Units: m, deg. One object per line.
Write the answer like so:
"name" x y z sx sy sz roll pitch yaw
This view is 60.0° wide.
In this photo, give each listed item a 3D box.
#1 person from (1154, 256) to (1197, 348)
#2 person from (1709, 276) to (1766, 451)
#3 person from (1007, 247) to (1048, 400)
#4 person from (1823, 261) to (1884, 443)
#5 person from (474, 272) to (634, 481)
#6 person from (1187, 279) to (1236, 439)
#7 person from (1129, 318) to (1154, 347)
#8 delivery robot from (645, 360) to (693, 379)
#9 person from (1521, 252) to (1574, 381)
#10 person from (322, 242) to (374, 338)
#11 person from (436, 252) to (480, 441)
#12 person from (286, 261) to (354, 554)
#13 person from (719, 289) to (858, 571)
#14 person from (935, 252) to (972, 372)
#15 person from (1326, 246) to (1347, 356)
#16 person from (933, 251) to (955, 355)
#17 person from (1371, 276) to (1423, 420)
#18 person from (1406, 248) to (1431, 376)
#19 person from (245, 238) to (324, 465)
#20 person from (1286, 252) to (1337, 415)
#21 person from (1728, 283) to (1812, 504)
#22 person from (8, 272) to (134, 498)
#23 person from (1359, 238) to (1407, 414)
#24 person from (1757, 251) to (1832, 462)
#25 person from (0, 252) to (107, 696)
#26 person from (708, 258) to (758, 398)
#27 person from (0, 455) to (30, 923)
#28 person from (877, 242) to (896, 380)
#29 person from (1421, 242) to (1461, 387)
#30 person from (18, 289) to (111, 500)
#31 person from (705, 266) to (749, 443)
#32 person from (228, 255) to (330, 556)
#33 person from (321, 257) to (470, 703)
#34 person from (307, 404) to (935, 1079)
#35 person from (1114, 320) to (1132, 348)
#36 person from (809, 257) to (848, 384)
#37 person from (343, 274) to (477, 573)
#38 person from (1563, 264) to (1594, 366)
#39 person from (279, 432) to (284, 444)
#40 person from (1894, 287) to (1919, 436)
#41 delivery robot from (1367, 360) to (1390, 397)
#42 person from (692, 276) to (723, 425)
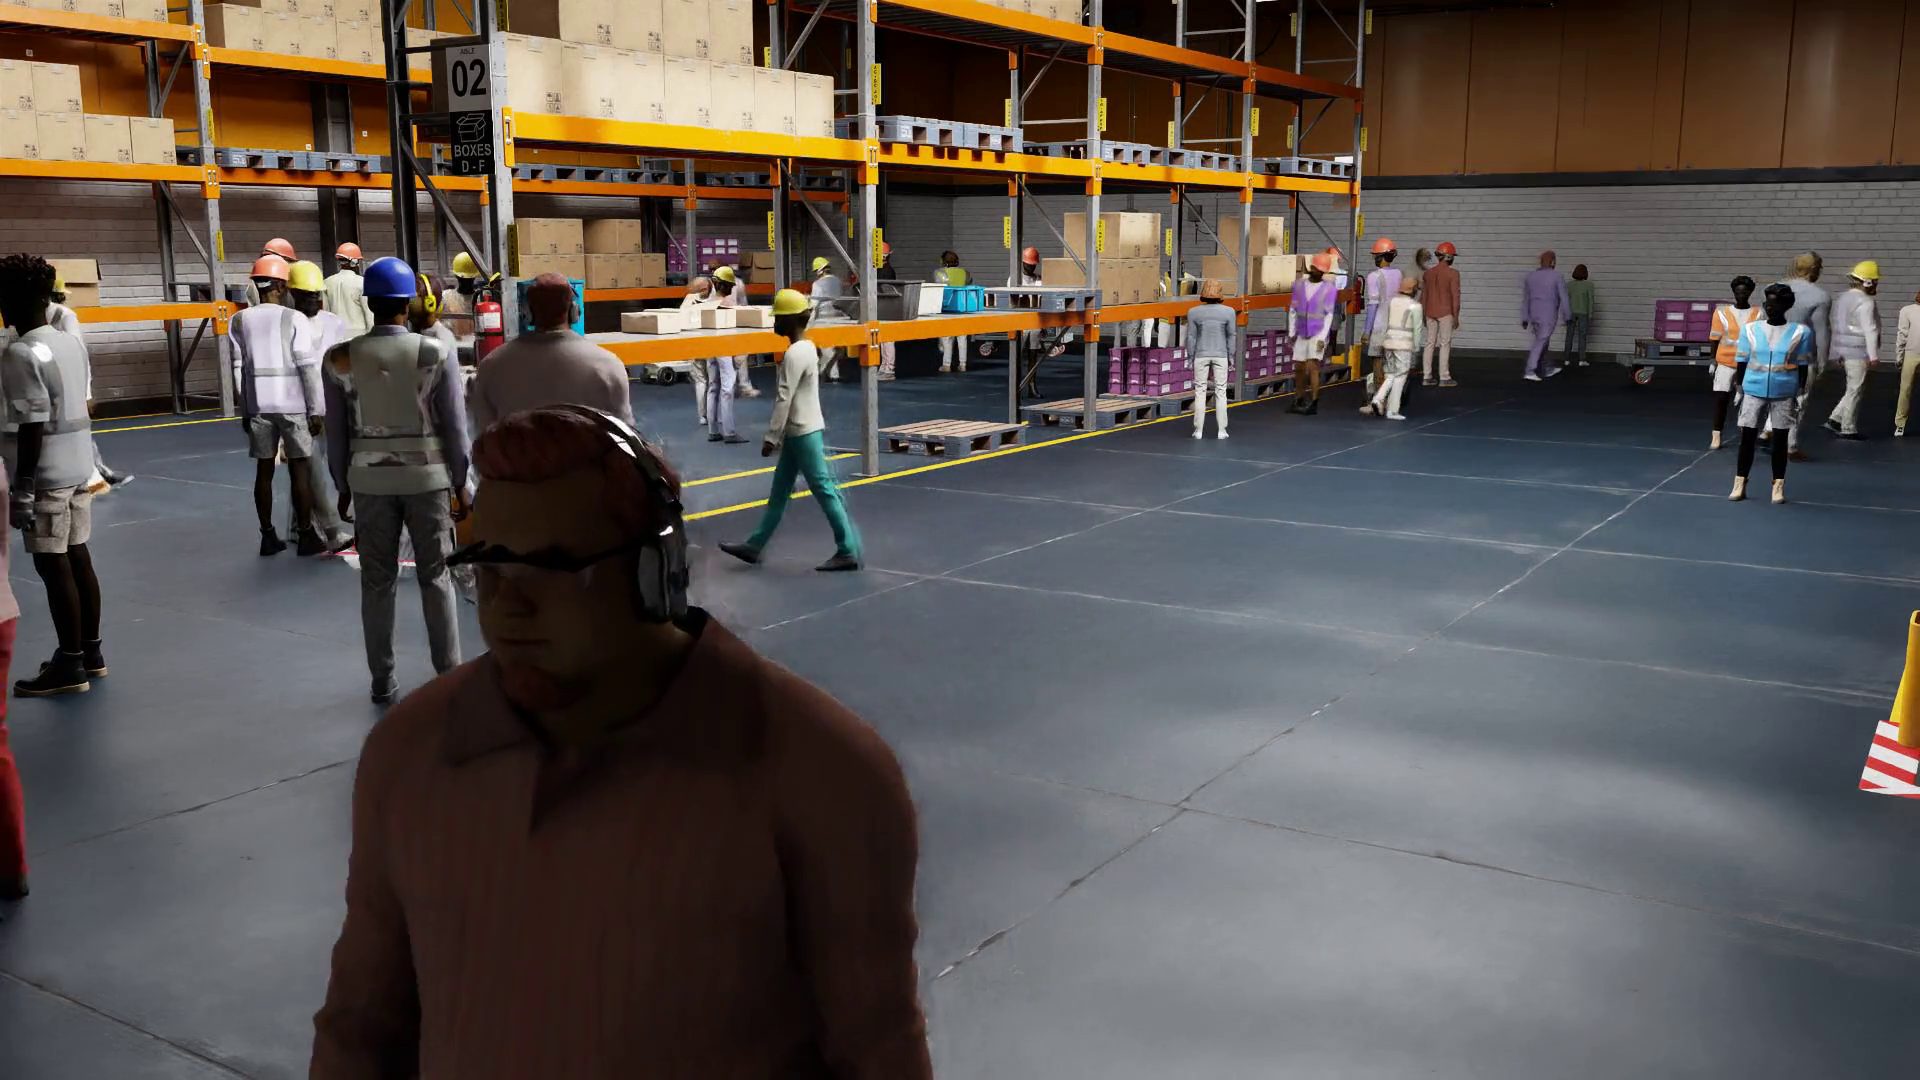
"person" 2.979 -3.035 23.042 0.618 1.836 0.430 0 10 2
"person" 7.474 -1.690 15.990 0.533 1.687 0.320 4 11 23
"person" 0.869 -2.745 21.153 0.543 1.928 0.372 -4 11 -23
"person" 8.964 -1.869 16.602 0.420 1.818 0.602 2 10 10
"person" -1.669 -0.164 6.962 0.667 1.893 0.467 1 10 6
"person" 2.557 -1.839 16.952 0.498 1.633 0.285 1 10 8
"person" 2.964 -3.794 26.933 0.359 1.939 0.635 -10 14 -43
"delivery robot" -4.069 -2.506 23.361 0.477 0.478 0.707 10 14 42
"person" 8.485 -3.222 24.022 1.010 1.852 0.660 -6 12 -29
"person" -6.610 -2.228 18.100 0.623 1.992 0.397 3 11 15
"person" -4.227 -1.506 14.319 0.585 1.916 0.388 -6 12 -29
"person" -4.142 -0.850 10.761 0.962 1.877 0.611 7 12 34
"person" -1.046 -0.657 10.141 0.908 1.714 0.541 0 10 2
"person" -0.120 -3.514 25.666 0.634 1.837 0.429 -5 11 -26
"person" 5.688 -3.544 25.563 0.544 1.936 0.359 -3 11 -14
"person" -0.213 -4.209 29.579 0.517 1.818 0.993 0 10 -1
"person" 4.941 -2.142 18.643 0.406 1.617 0.548 -6 12 -30
"person" 6.819 -3.395 24.833 0.714 1.888 0.692 9 14 42
"person" -6.071 -1.678 14.947 0.605 2.036 0.383 3 11 17
"person" 4.061 -2.377 19.223 0.584 1.885 0.515 9 13 40
"person" 6.244 -1.127 12.817 0.536 1.699 0.322 6 12 31
"person" -7.116 -1.216 13.117 0.898 1.786 0.594 -5 11 -24
"person" 4.916 -2.487 19.400 0.605 2.045 0.378 -7 12 -34
"person" 7.621 -1.657 15.127 0.446 1.923 0.653 -4 11 -22
"person" -4.091 -0.291 7.451 0.364 1.965 0.609 -1 10 -8
"person" -2.978 -2.676 21.139 0.699 1.802 0.434 -4 11 -23
"person" -2.992 0.293 4.883 0.322 1.731 0.684 -1 10 -5
"person" -1.109 -3.321 24.162 0.381 1.994 0.615 -3 11 -15
"person" 6.688 -3.129 23.103 0.392 1.990 0.614 -7 12 -35
"person" -6.714 -1.141 12.504 0.596 1.855 0.686 5 11 26
"person" -2.357 -1.844 16.635 0.523 1.761 0.323 10 14 44
"person" -4.367 -0.854 10.680 0.543 1.927 0.375 1 10 4
"person" -2.447 -0.254 7.288 0.602 1.949 0.389 -1 10 -7
"person" -0.397 0.789 1.769 0.679 1.852 0.995 4 11 20
"person" 2.874 -4.238 29.541 0.572 1.887 0.355 -4 11 -22
"person" -1.920 -3.097 23.528 0.776 1.768 0.646 8 13 37
"person" -3.222 -0.672 9.977 0.970 1.821 0.514 -4 11 -23
"person" 9.970 -3.623 26.832 0.499 1.634 0.279 8 13 39
"person" -6.851 -1.827 16.579 0.322 1.742 0.493 1 10 5
"person" 9.901 -1.864 17.114 0.496 1.629 0.277 5 11 26
"delivery robot" 5.190 -1.947 20.279 0.477 0.478 0.707 5 11 24
"person" -2.756 -2.050 18.116 0.567 1.630 0.368 5 12 28
